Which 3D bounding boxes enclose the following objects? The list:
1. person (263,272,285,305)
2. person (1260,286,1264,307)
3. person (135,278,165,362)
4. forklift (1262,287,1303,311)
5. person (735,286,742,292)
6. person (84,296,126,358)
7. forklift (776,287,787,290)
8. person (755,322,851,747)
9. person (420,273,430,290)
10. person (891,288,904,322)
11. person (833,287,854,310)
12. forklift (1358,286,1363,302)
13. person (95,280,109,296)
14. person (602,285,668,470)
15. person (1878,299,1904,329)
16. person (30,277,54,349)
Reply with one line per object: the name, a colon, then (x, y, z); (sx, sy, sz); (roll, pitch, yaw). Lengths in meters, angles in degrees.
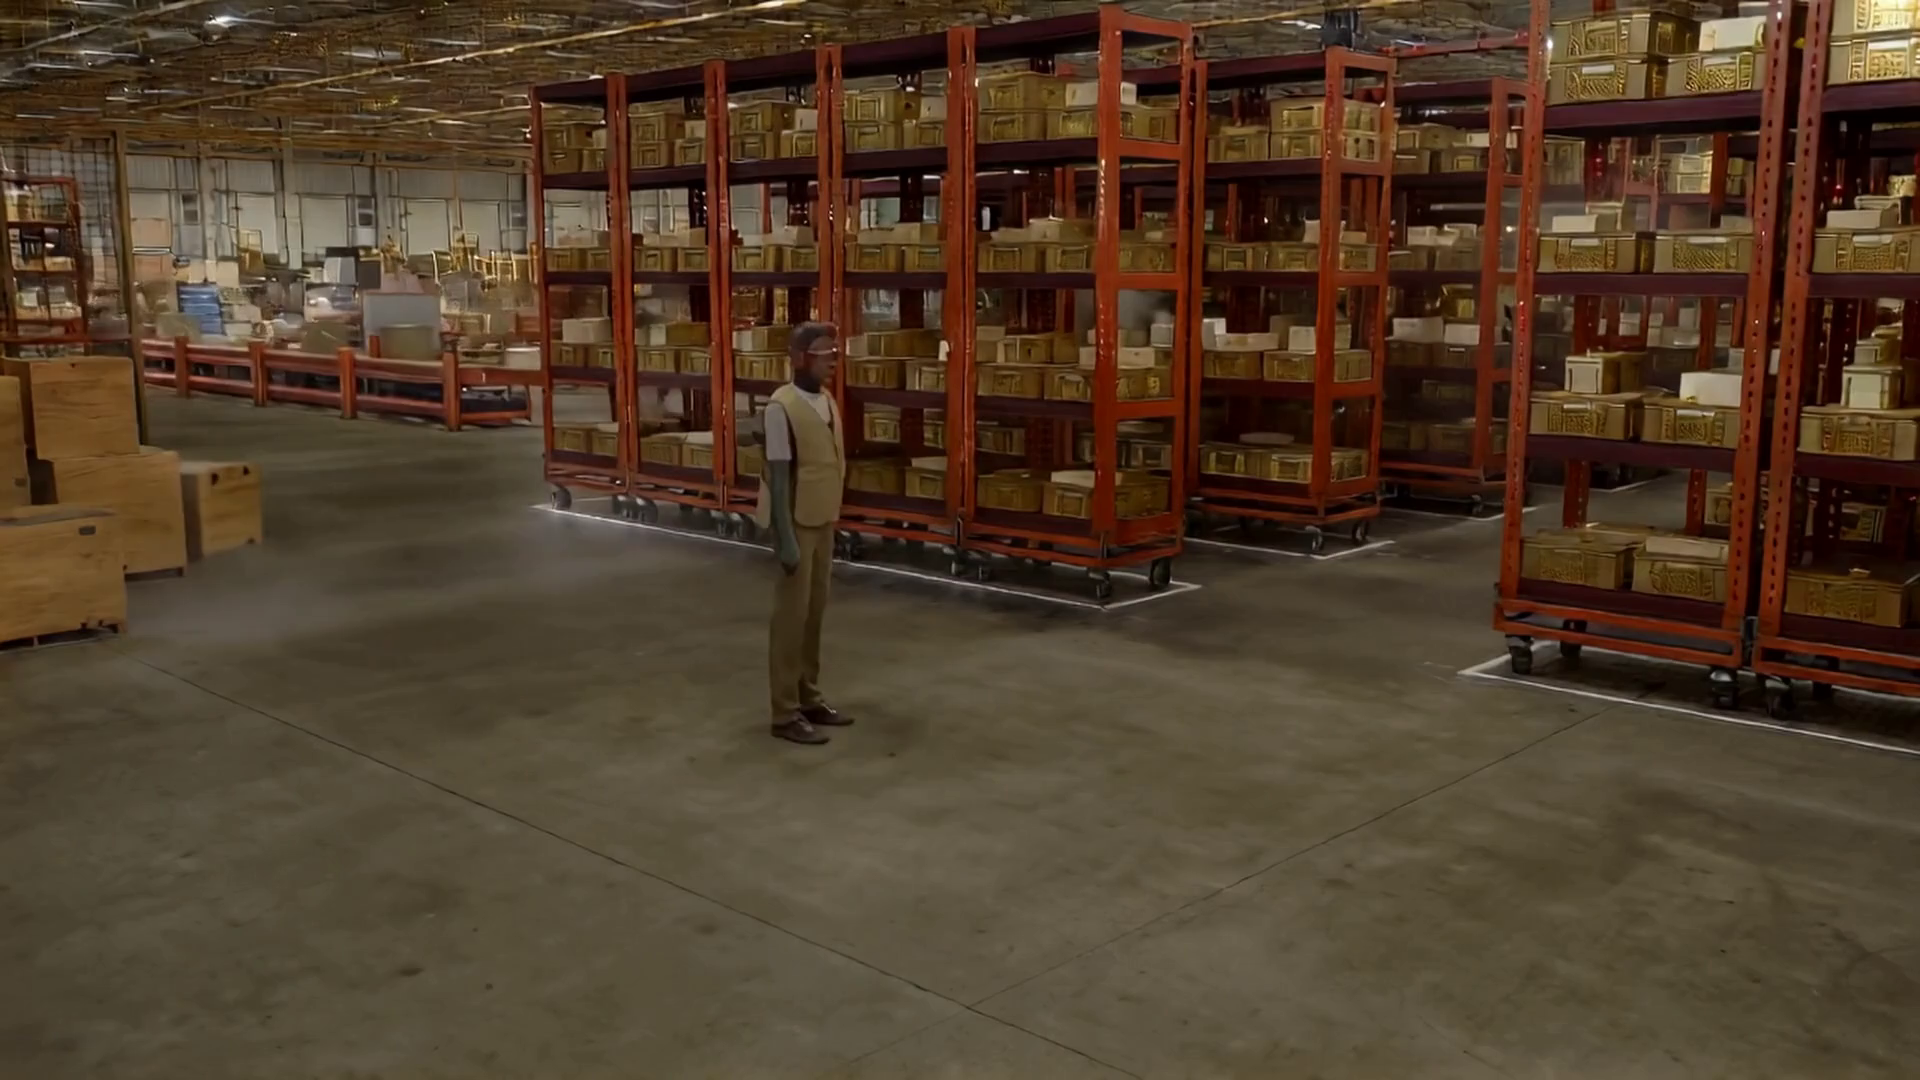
person: (-22.221, -7.685, 53.874); (0.622, 1.968, 0.829); (-5, 11, -29)
person: (10.438, -8.414, 58.166); (0.639, 2.022, 0.753); (9, 13, 43)
person: (-18.000, -4.839, 36.653); (0.957, 1.901, 0.555); (-7, 12, -37)
forklift: (10.769, -8.203, 54.240); (1.129, 2.768, 1.873); (8, 12, 42)
person: (-9.415, -10.167, 70.074); (0.512, 1.640, 0.309); (-4, 10, -25)
person: (-11.187, -2.335, 21.822); (0.937, 1.722, 0.525); (2, 9, 12)
forklift: (-7.778, -11.961, 77.278); (1.873, 2.768, 1.129); (9, 13, 43)
person: (-0.693, -0.033, 7.357); (0.404, 1.836, 0.601); (3, 10, 18)
person: (-23.061, -10.538, 71.531); (0.551, 1.910, 0.845); (-5, 10, -27)
person: (-1.522, -5.718, 42.368); (0.597, 1.791, 0.900); (-9, 13, -43)
person: (-2.949, -5.743, 42.239); (0.659, 1.880, 0.790); (1, 9, 7)
forklift: (11.100, -7.017, 46.970); (1.873, 2.768, 1.129); (9, 13, 43)
person: (-24.645, -6.604, 47.944); (0.347, 1.738, 0.484); (8, 12, 40)
person: (-3.255, -1.611, 16.650); (0.938, 1.955, 0.620); (-5, 10, -27)
person: (9.859, -1.725, 17.723); (0.404, 1.831, 0.600); (1, 9, 9)
person: (-19.461, -4.718, 35.536); (0.754, 2.010, 0.649); (-2, 10, -14)
